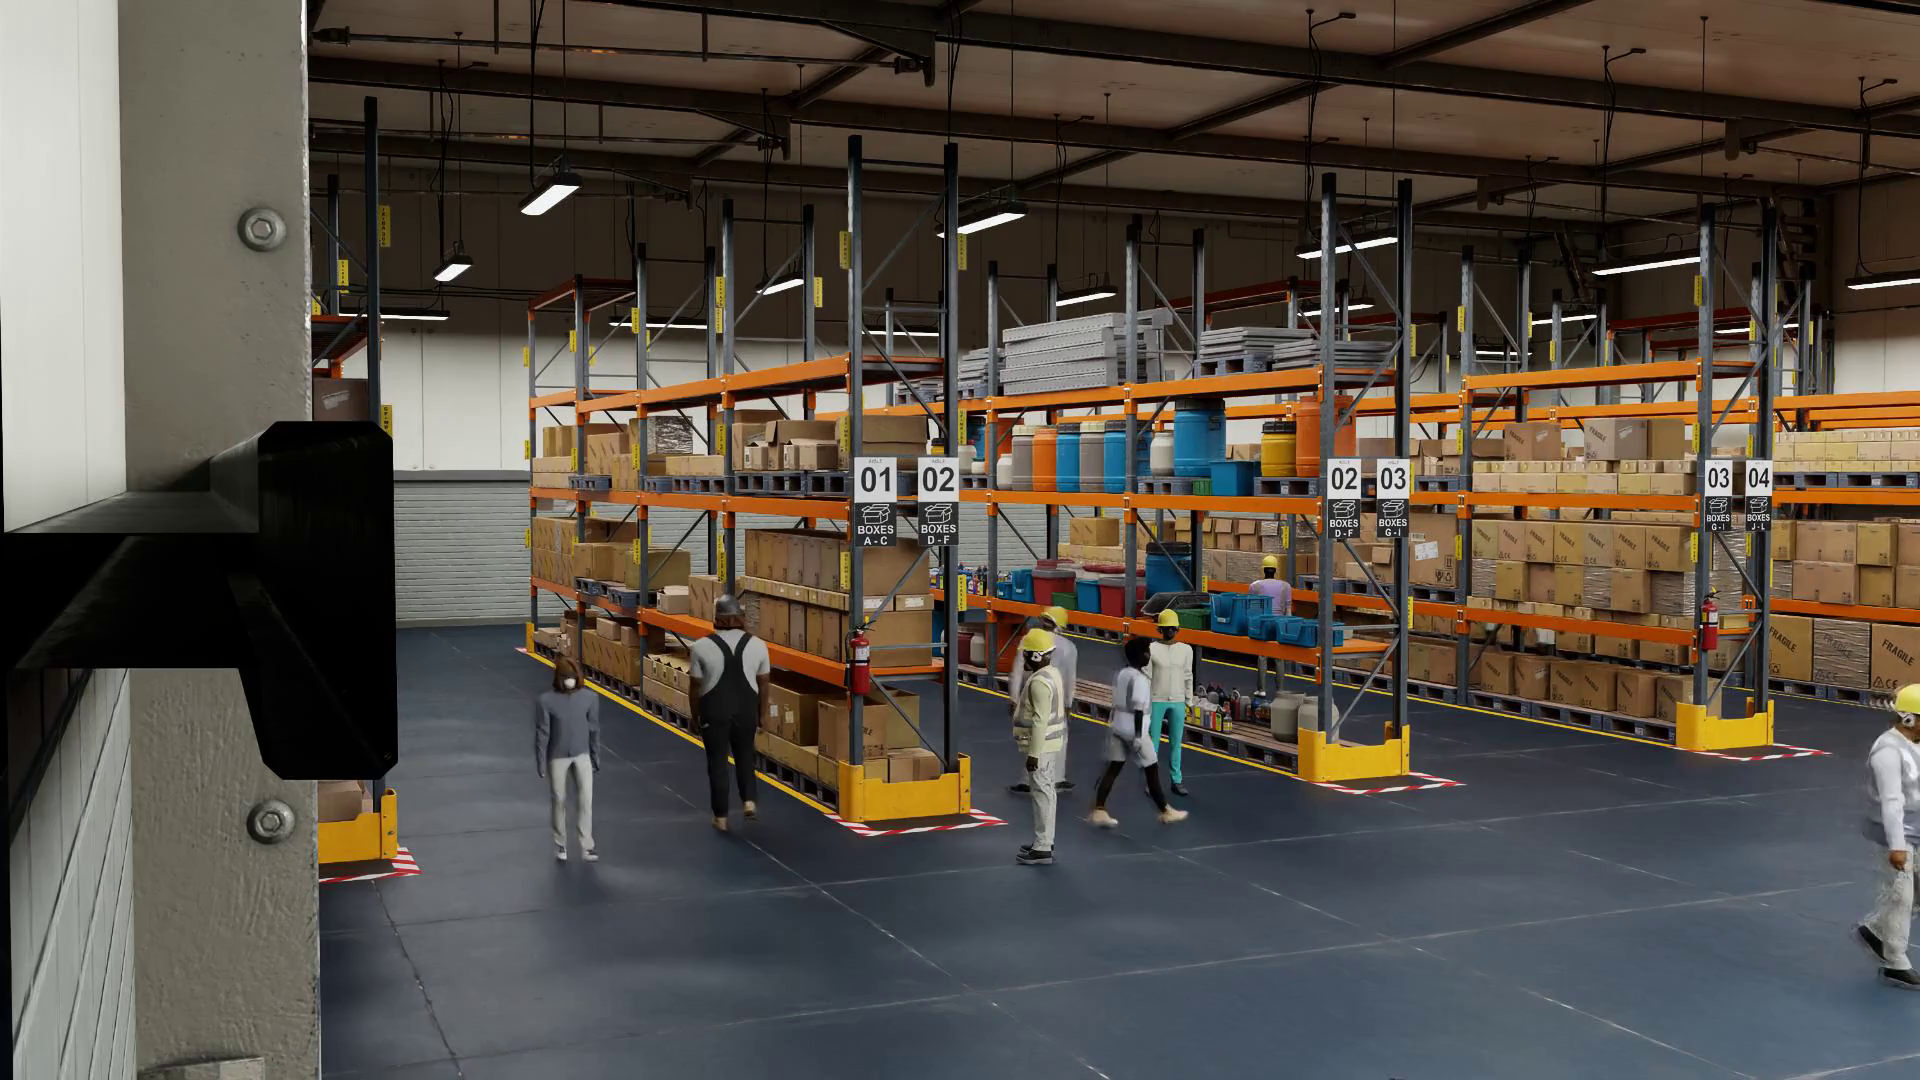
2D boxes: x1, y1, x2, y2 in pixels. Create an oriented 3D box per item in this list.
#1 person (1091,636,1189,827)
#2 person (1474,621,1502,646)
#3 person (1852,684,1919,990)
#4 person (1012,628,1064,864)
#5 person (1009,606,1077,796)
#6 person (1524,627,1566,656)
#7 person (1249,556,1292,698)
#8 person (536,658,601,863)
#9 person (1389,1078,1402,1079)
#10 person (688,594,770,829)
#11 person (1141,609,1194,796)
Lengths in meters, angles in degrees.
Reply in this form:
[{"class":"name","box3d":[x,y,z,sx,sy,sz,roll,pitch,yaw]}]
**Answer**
[{"class":"person","box3d":[1.515,1.651,15.436,0.868,1.649,0.541,-1,2,-18]},{"class":"person","box3d":[8.033,1.081,26.844,0.570,1.919,0.649,-1,2,-16]},{"class":"person","box3d":[5.635,1.754,10.720,0.588,1.810,0.467,-2,3,-41]},{"class":"person","box3d":[0.616,1.614,14.132,0.403,1.833,0.590,0,2,10]},{"class":"person","box3d":[0.796,1.528,17.067,0.662,1.783,0.407,-1,2,-14]},{"class":"person","box3d":[8.054,1.112,24.672,0.644,2.028,0.421,-1,2,-20]},{"class":"person","box3d":[4.204,1.175,24.362,0.595,1.925,0.374,0,2,-3]},{"class":"person","box3d":[-3.038,1.732,13.987,0.521,1.602,0.770,-1,2,-22]},{"class":"person","box3d":[1.004,2.011,3.518,0.538,1.851,0.695,-1,2,-28]},{"class":"person","box3d":[-2.018,1.481,15.471,0.685,2.000,0.539,-1,2,-20]},{"class":"person","box3d":[1.969,1.537,17.000,0.522,1.769,0.312,0,2,-13]}]
